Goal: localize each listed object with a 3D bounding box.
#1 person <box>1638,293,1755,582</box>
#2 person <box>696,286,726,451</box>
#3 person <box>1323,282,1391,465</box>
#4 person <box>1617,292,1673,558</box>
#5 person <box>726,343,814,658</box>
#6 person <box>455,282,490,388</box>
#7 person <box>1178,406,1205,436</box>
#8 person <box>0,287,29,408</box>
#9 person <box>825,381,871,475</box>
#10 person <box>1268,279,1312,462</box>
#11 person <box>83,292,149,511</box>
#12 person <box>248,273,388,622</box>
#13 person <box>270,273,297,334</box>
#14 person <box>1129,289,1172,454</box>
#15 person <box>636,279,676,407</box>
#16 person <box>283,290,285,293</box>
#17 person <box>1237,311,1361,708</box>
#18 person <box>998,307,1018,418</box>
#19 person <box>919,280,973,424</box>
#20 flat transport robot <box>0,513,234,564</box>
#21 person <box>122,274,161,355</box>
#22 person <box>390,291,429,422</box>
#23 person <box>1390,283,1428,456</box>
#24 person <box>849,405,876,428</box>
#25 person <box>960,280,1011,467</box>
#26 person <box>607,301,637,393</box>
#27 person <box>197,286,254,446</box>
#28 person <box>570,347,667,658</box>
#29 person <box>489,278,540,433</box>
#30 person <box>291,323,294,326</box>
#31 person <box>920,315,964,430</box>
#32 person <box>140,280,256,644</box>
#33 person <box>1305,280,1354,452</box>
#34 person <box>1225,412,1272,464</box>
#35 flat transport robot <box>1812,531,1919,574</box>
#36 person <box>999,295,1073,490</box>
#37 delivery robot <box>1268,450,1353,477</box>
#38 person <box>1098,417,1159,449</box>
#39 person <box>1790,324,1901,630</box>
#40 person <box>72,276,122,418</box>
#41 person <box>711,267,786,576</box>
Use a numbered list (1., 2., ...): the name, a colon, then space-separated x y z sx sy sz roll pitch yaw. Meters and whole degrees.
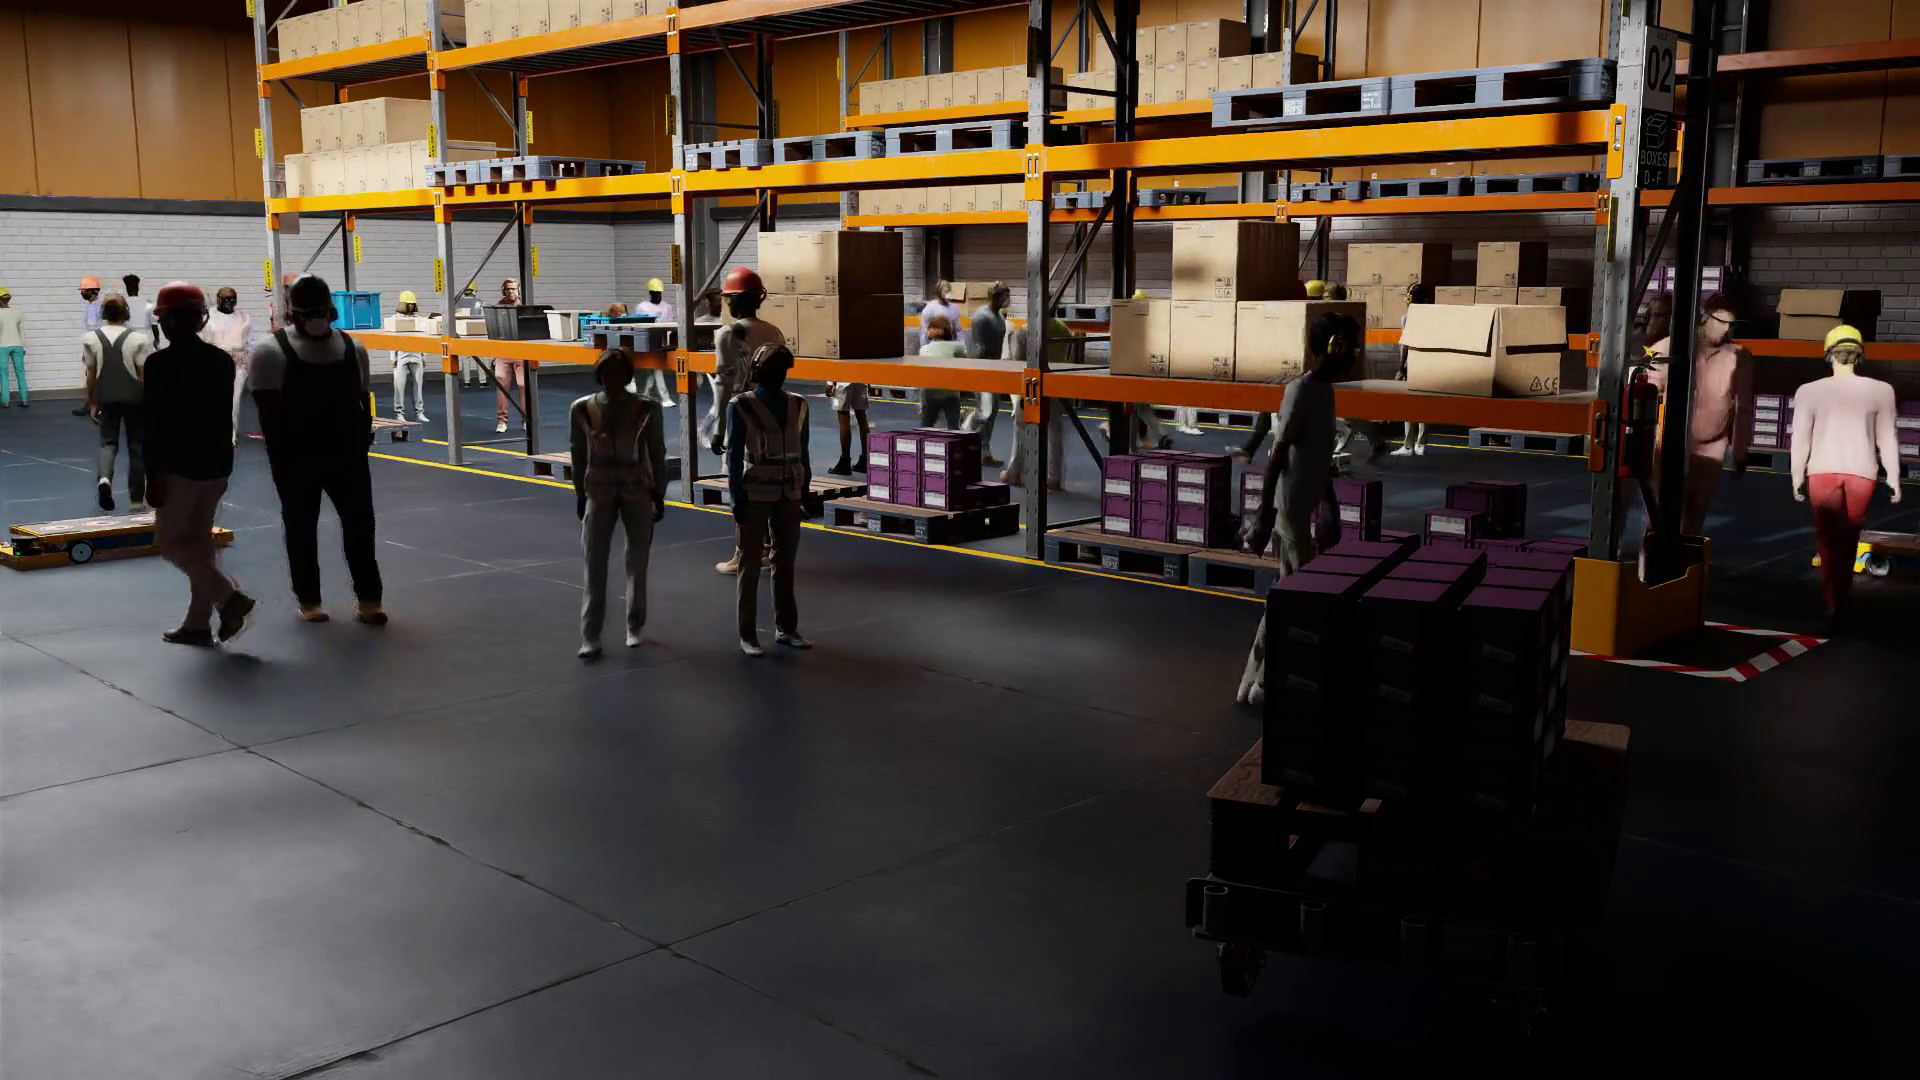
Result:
1. person: 4.495 -0.569 10.211 0.696 1.875 0.415 1 9 6
2. person: -2.711 -1.894 18.451 0.522 1.845 0.879 -8 13 -42
3. person: 3.960 -1.681 17.004 0.971 1.905 0.640 0 9 1
4. person: 4.642 -0.737 11.266 0.662 1.871 0.900 2 9 12
5. person: -1.000 -0.215 8.766 0.511 1.637 0.307 -8 12 -40
6. person: -8.286 -3.485 28.251 0.588 1.823 0.403 0 9 1
7. person: 2.881 -2.071 20.218 0.528 1.612 0.687 -9 13 -44
8. person: -13.886 -2.799 24.236 0.335 1.767 0.527 6 11 34
9. person: -1.101 -1.605 16.370 0.542 1.939 0.359 -8 12 -41
10. person: 2.752 -1.209 13.940 0.356 1.936 0.551 1 9 6
11. person: -6.919 -1.114 13.679 0.501 1.833 0.666 -2 10 -13
12. person: -3.590 -0.516 9.378 0.682 2.000 0.803 -7 11 -36
13. person: -10.141 -3.083 25.337 0.663 1.969 0.619 -2 9 -12
14. person: 1.879 -1.682 17.193 0.607 1.820 0.587 -8 12 -40
15. person: -4.478 -2.907 24.552 0.601 1.880 0.974 -8 13 -42
16. person: -10.547 -3.226 26.550 0.430 1.865 0.810 4 10 23
17. person: 1.528 -0.118 7.571 0.534 1.830 0.537 4 10 21
18. person: 0.572 -2.454 22.614 0.503 1.599 0.769 -5 10 -26
19. person: -0.196 -2.464 21.846 1.065 1.873 0.635 7 12 38
20. flat transport robot: -6.031 -0.036 11.842 0.652 0.197 1.431 9 13 44
21. person: -11.882 -2.862 24.016 0.628 1.952 0.635 -5 11 -30
22. person: -7.242 -2.398 21.851 0.487 1.737 0.332 -8 12 -39
23. person: 4.899 -1.836 17.995 0.538 1.869 0.313 -7 11 -36
24. person: -1.218 -2.334 21.031 0.412 1.872 0.602 6 11 33
25. person: 0.220 -1.683 16.938 0.590 1.911 0.652 4 10 22
26. person: -4.252 -2.154 20.723 0.346 1.621 0.500 8 12 41
27. person: -8.379 -1.982 19.032 0.638 1.821 0.431 -7 12 -36
28. person: -1.784 -0.190 8.687 0.513 1.611 0.720 -1 9 -5
29. person: -5.529 -2.281 20.603 0.639 1.910 0.407 -3 10 -17
30. person: -8.102 -2.181 20.576 0.524 1.724 0.897 9 13 43
31. person: -0.211 -1.321 15.691 0.499 1.583 0.879 -5 11 -29
32. person: -4.021 -0.386 8.823 0.616 1.967 0.625 3 10 17
33. person: 3.870 -1.836 17.872 0.655 1.909 0.594 3 10 16
34. person: 3.118 -1.683 16.828 1.011 1.937 0.629 5 10 27
35. flat transport robot: 6.452 0.117 10.905 1.431 0.197 0.652 7 12 38
36. person: 0.690 -1.381 15.386 0.647 1.803 0.876 -6 11 -33
37. delivery robot: 3.077 -0.676 14.614 0.707 0.478 0.477 8 12 41
38. person: 1.912 -1.848 18.661 0.634 1.669 0.543 0 9 3
39. person: 5.037 -0.364 9.451 0.572 1.711 0.883 3 10 17
40. person: -11.750 -2.580 22.407 0.780 1.913 0.571 -2 10 -13
41. person: -1.414 -0.775 11.008 0.396 2.039 0.607 6 11 34
